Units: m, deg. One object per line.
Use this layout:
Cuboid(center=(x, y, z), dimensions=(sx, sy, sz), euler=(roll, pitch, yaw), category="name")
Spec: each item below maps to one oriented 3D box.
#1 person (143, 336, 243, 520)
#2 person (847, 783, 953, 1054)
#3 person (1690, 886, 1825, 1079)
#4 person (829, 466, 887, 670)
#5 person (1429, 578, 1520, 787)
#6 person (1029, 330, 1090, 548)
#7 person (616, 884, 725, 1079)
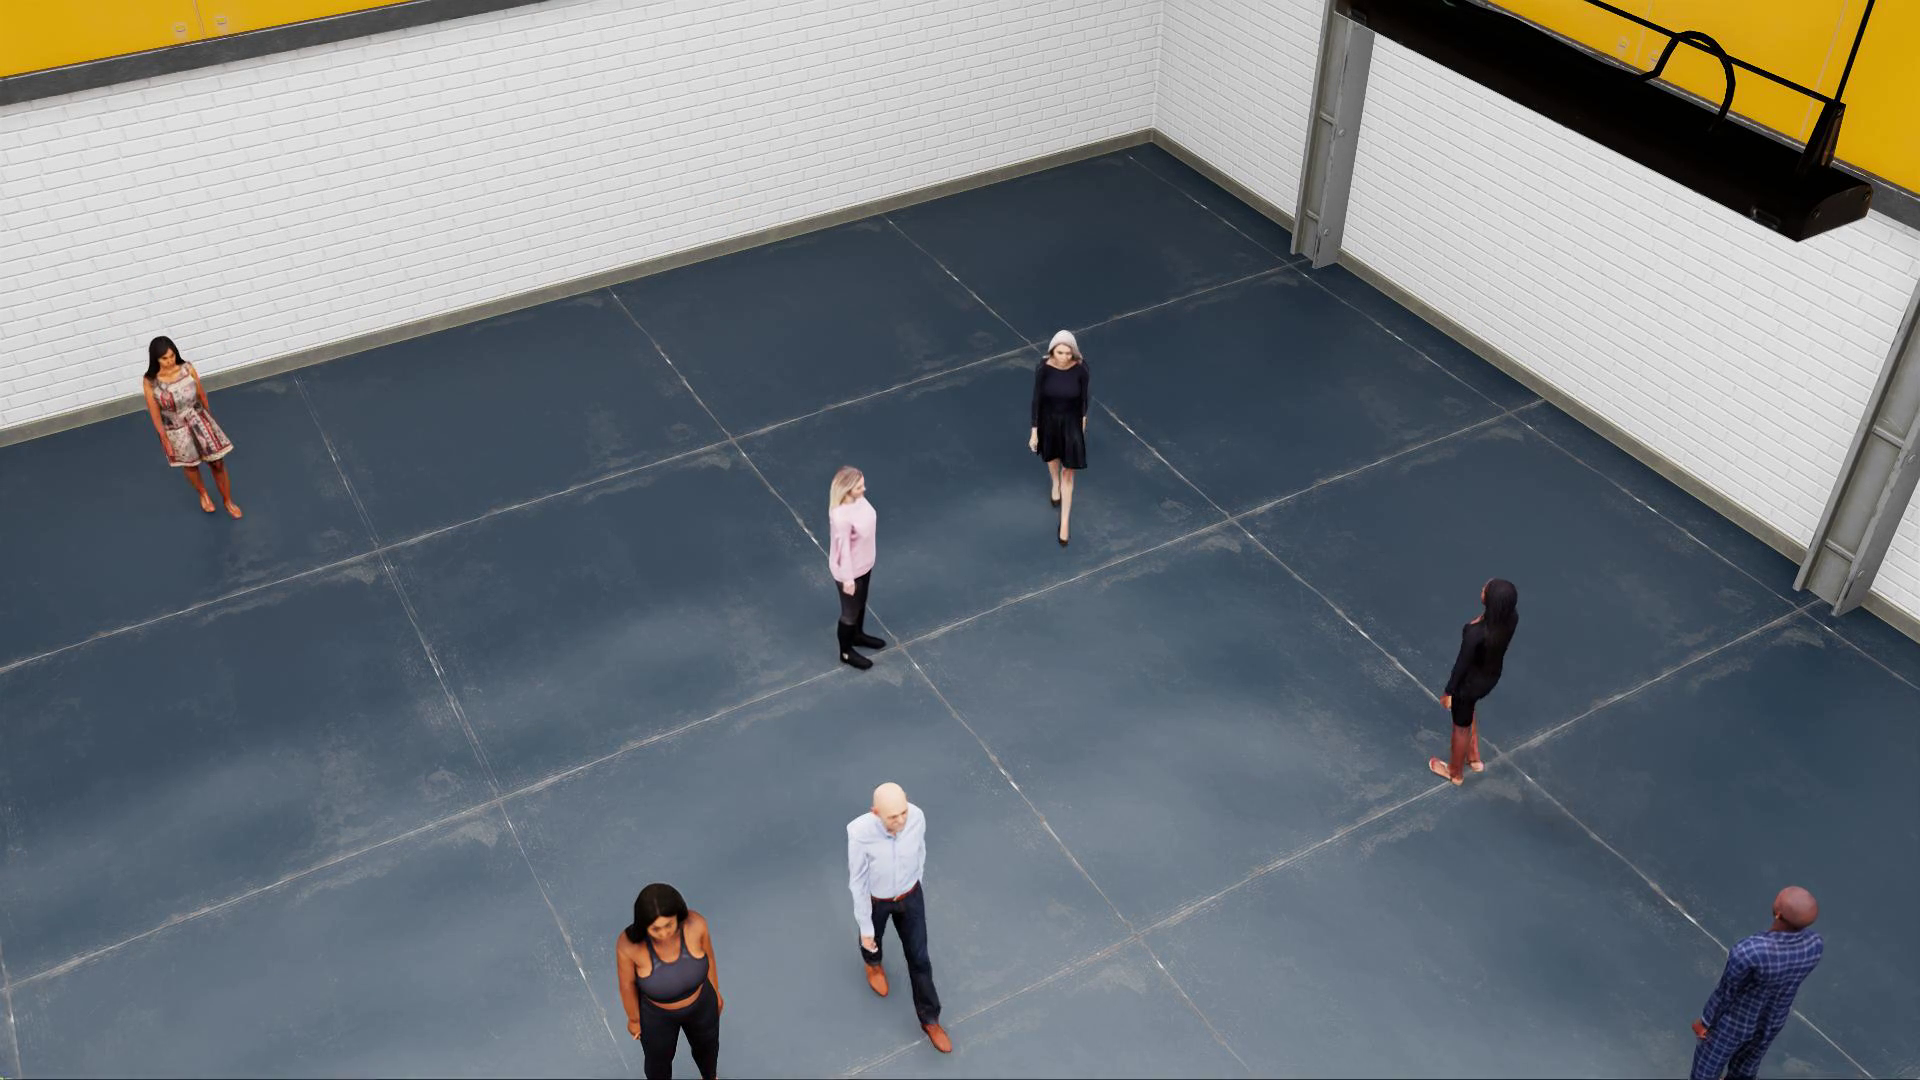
Cuboid(center=(-6.035, -0.909, 12.877), dimensions=(0.679, 1.620, 0.763), euler=(-25, 45, -28), category="person")
Cuboid(center=(-0.434, 1.951, 9.190), dimensions=(0.731, 1.753, 1.111), euler=(-16, 41, -19), category="person")
Cuboid(center=(4.066, 2.421, 8.549), dimensions=(0.719, 1.819, 0.692), euler=(-9, 40, -11), category="person")
Cuboid(center=(-0.760, 0.166, 11.479), dimensions=(0.749, 1.685, 0.688), euler=(9, 40, 11), category="person")
Cuboid(center=(3.316, 0.943, 10.483), dimensions=(0.683, 1.714, 0.686), euler=(-29, 47, -31), category="person")
Cuboid(center=(0.762, -0.907, 12.798), dimensions=(0.982, 1.716, 1.141), euler=(3, 39, 3), category="person")
Cuboid(center=(-1.472, 2.392, 8.586), dimensions=(0.664, 1.816, 0.609), euler=(-18, 42, -21), category="person")
